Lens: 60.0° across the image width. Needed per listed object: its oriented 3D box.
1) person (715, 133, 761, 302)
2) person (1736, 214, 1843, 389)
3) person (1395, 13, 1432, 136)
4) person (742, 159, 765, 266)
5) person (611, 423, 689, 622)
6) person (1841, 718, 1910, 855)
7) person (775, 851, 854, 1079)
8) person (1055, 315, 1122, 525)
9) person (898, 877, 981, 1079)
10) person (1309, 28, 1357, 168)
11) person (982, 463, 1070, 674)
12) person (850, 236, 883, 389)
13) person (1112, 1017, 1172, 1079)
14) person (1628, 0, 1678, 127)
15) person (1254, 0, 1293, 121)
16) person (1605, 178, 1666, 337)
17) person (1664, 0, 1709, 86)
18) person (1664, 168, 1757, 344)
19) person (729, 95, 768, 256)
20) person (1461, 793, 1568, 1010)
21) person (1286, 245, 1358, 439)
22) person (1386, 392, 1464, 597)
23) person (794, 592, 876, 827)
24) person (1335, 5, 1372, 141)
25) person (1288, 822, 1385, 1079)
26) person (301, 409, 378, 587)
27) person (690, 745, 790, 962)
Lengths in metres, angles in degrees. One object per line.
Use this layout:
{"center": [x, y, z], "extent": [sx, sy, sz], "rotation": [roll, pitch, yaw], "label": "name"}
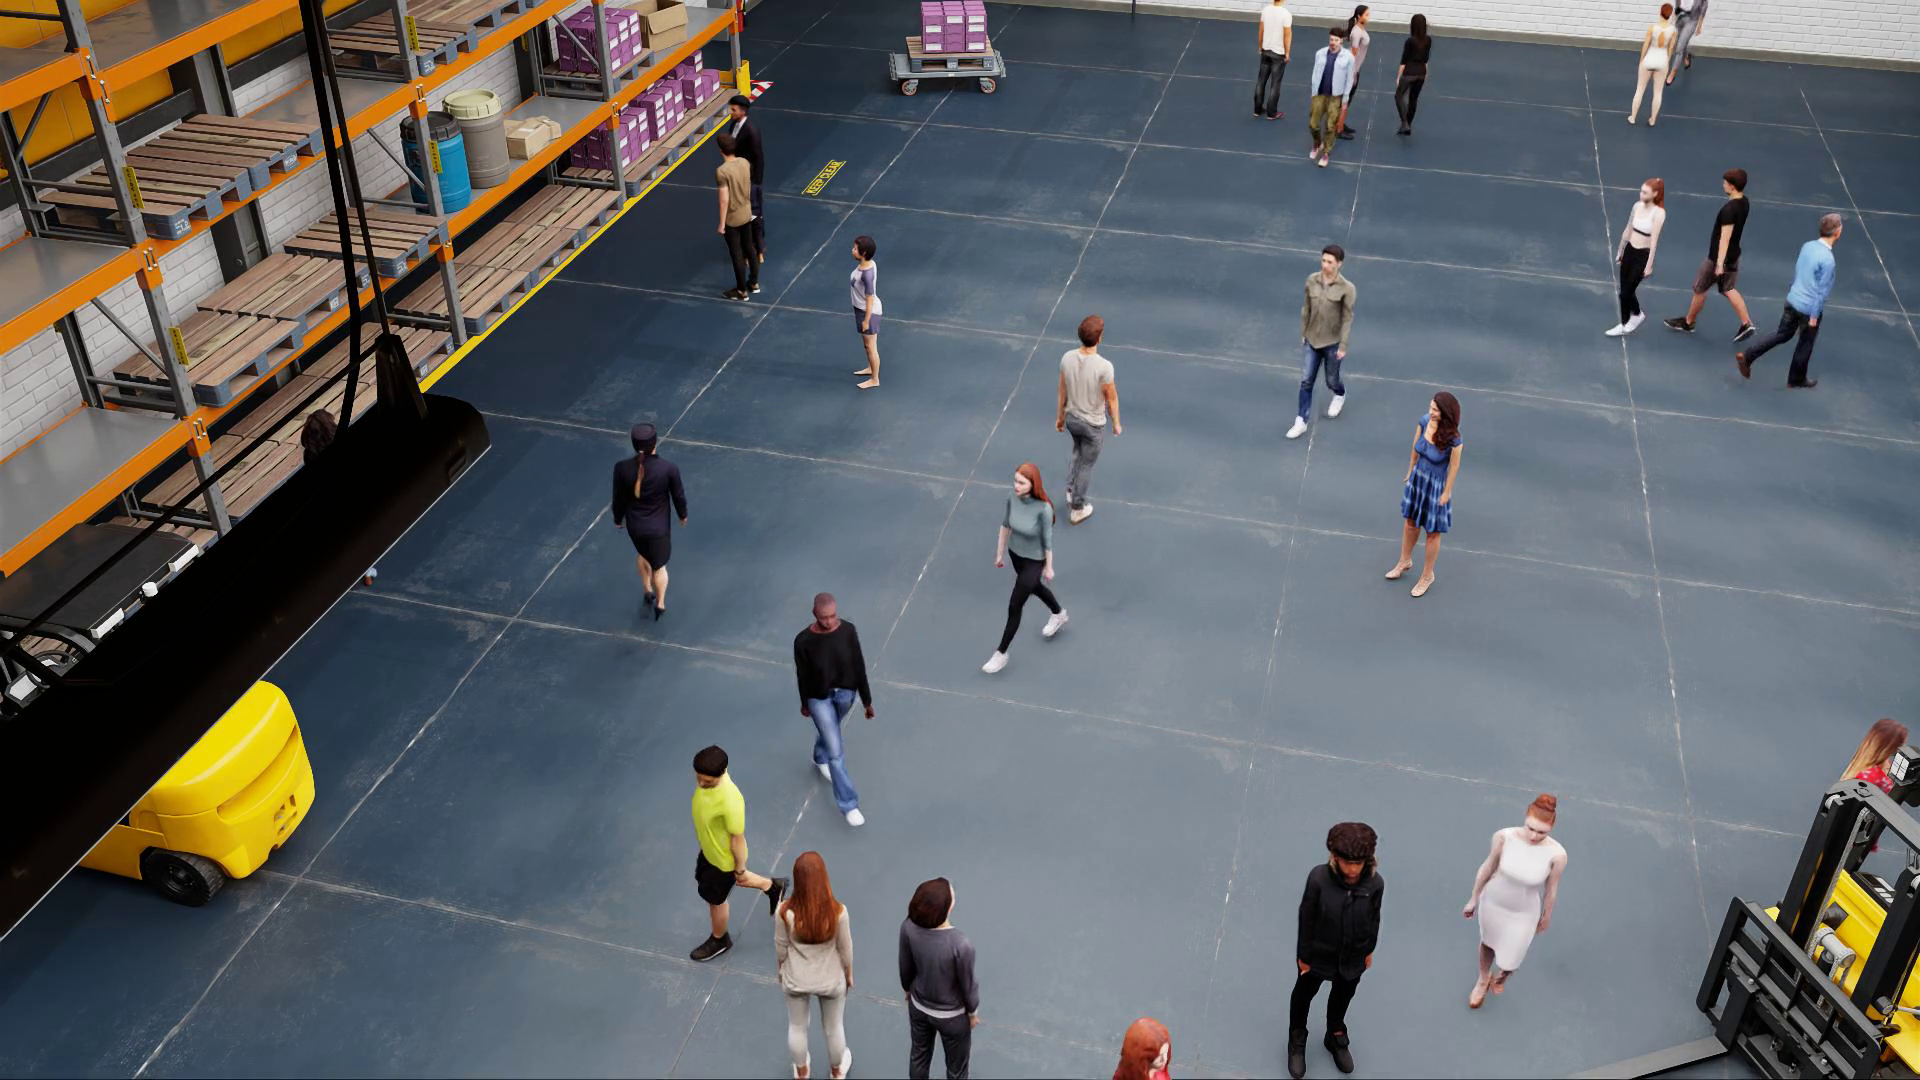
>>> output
{"center": [-2.410, -3.494, 17.953], "extent": [0.781, 1.850, 0.617], "rotation": [20, 38, 27], "label": "person"}
{"center": [8.148, -2.300, 16.217], "extent": [0.975, 1.784, 1.109], "rotation": [-2, 34, -3], "label": "person"}
{"center": [6.071, -6.167, 22.172], "extent": [0.747, 1.631, 0.816], "rotation": [-7, 34, -10], "label": "person"}
{"center": [-2.392, -3.722, 18.862], "extent": [0.578, 1.224, 0.613], "rotation": [-10, 35, -14], "label": "person"}
{"center": [-2.447, -0.084, 12.999], "extent": [0.805, 1.655, 0.766], "rotation": [0, 34, 0], "label": "person"}
{"center": [5.530, 1.730, 10.328], "extent": [0.679, 1.592, 0.543], "rotation": [15, 37, 22], "label": "person"}
{"center": [-0.807, 2.415, 9.191], "extent": [0.632, 1.709, 0.616], "rotation": [-1, 34, -2], "label": "person"}
{"center": [1.022, -0.973, 14.135], "extent": [0.792, 1.879, 0.804], "rotation": [23, 40, 30], "label": "person"}
{"center": [-0.113, 2.511, 8.994], "extent": [0.651, 1.767, 0.592], "rotation": [16, 37, 22], "label": "person"}
{"center": [4.769, -5.707, 21.334], "extent": [0.763, 1.794, 0.750], "rotation": [15, 36, 21], "label": "person"}
{"center": [0.566, 0.142, 12.618], "extent": [1.238, 1.700, 1.001], "rotation": [-29, 43, -36], "label": "person"}
{"center": [-0.916, -2.266, 16.363], "extent": [0.700, 1.566, 0.577], "rotation": [-4, 34, -6], "label": "person"}
{"center": [0.783, 2.967, 8.268], "extent": [0.793, 1.811, 0.715], "rotation": [26, 41, 33], "label": "person"}
{"center": [9.449, -6.466, 22.613], "extent": [0.536, 1.642, 0.453], "rotation": [9, 35, 13], "label": "person"}
{"center": [4.296, -6.707, 22.831], "extent": [0.721, 1.801, 0.709], "rotation": [28, 43, 35], "label": "person"}
{"center": [7.069, -2.902, 17.168], "extent": [0.805, 1.733, 0.736], "rotation": [-10, 35, -15], "label": "person"}
{"center": [10.556, -7.462, 24.099], "extent": [1.089, 1.656, 0.989], "rotation": [-22, 40, -30], "label": "person"}
{"center": [7.898, -2.879, 17.049], "extent": [1.094, 1.827, 1.207], "rotation": [28, 43, 36], "label": "person"}
{"center": [-2.411, -4.146, 18.907], "extent": [0.795, 1.881, 0.769], "rotation": [-22, 39, -29], "label": "person"}
{"center": [3.231, 2.087, 9.617], "extent": [0.724, 1.784, 0.770], "rotation": [26, 42, 34], "label": "person"}
{"center": [3.465, -1.891, 15.545], "extent": [0.987, 1.846, 1.229], "rotation": [24, 40, 31], "label": "person"}
{"center": [3.735, -0.376, 13.303], "extent": [0.802, 1.806, 0.743], "rotation": [-18, 38, -25], "label": "person"}
{"center": [-0.901, 1.024, 11.292], "extent": [1.092, 1.700, 1.185], "rotation": [-16, 37, -22], "label": "person"}
{"center": [5.243, -6.265, 22.218], "extent": [0.658, 1.745, 0.461], "rotation": [9, 35, 13], "label": "person"}
{"center": [2.100, 2.273, 9.340], "extent": [0.704, 1.781, 0.711], "rotation": [-3, 34, -4], "label": "person"}
{"center": [-5.006, -0.337, 13.408], "extent": [0.700, 1.624, 0.728], "rotation": [-11, 35, -16], "label": "person"}
{"center": [-1.377, 1.834, 10.102], "extent": [1.035, 1.668, 0.985], "rotation": [-16, 37, -22], "label": "person"}
